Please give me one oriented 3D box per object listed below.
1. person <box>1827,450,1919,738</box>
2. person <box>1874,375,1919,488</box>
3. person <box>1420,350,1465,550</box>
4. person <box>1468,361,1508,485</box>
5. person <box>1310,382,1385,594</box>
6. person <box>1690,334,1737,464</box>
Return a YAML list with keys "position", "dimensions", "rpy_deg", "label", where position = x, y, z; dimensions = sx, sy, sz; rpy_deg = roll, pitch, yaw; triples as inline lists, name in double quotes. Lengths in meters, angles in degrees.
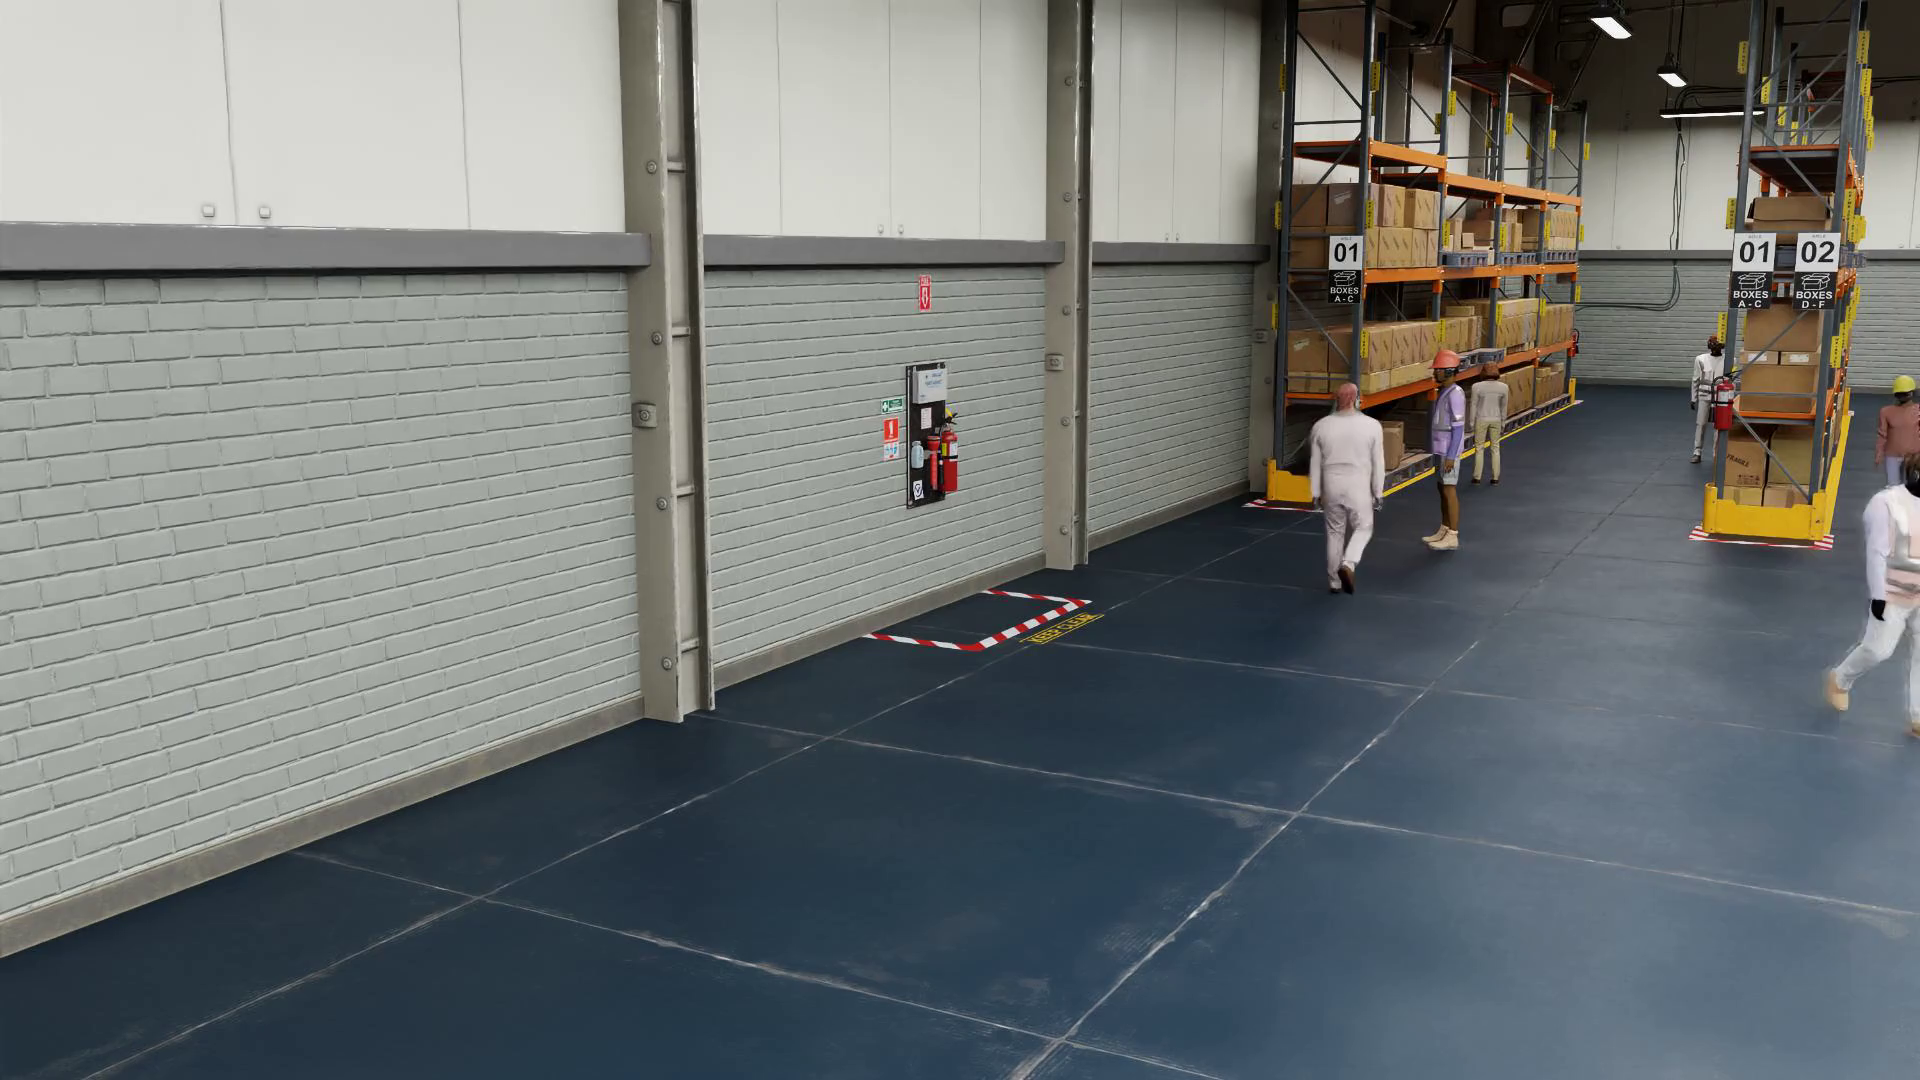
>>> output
- position: [5.911, 0.314, 10.463]
  dimensions: [0.620, 1.820, 0.799]
  rpy_deg: [-1, 10, -5]
  label: "person"
- position: [9.944, -0.866, 17.557]
  dimensions: [0.540, 1.743, 0.445]
  rpy_deg: [8, 12, 38]
  label: "person"
- position: [4.943, -0.918, 17.010]
  dimensions: [0.391, 2.040, 0.614]
  rpy_deg: [1, 10, 5]
  label: "person"
- position: [6.928, -1.531, 21.826]
  dimensions: [0.493, 1.624, 0.280]
  rpy_deg: [-1, 10, -3]
  label: "person"
- position: [3.391, -0.435, 14.623]
  dimensions: [0.662, 1.890, 0.513]
  rpy_deg: [5, 11, 26]
  label: "person"
- position: [10.854, -2.030, 23.982]
  dimensions: [0.582, 1.882, 0.338]
  rpy_deg: [5, 11, 29]
  label: "person"
